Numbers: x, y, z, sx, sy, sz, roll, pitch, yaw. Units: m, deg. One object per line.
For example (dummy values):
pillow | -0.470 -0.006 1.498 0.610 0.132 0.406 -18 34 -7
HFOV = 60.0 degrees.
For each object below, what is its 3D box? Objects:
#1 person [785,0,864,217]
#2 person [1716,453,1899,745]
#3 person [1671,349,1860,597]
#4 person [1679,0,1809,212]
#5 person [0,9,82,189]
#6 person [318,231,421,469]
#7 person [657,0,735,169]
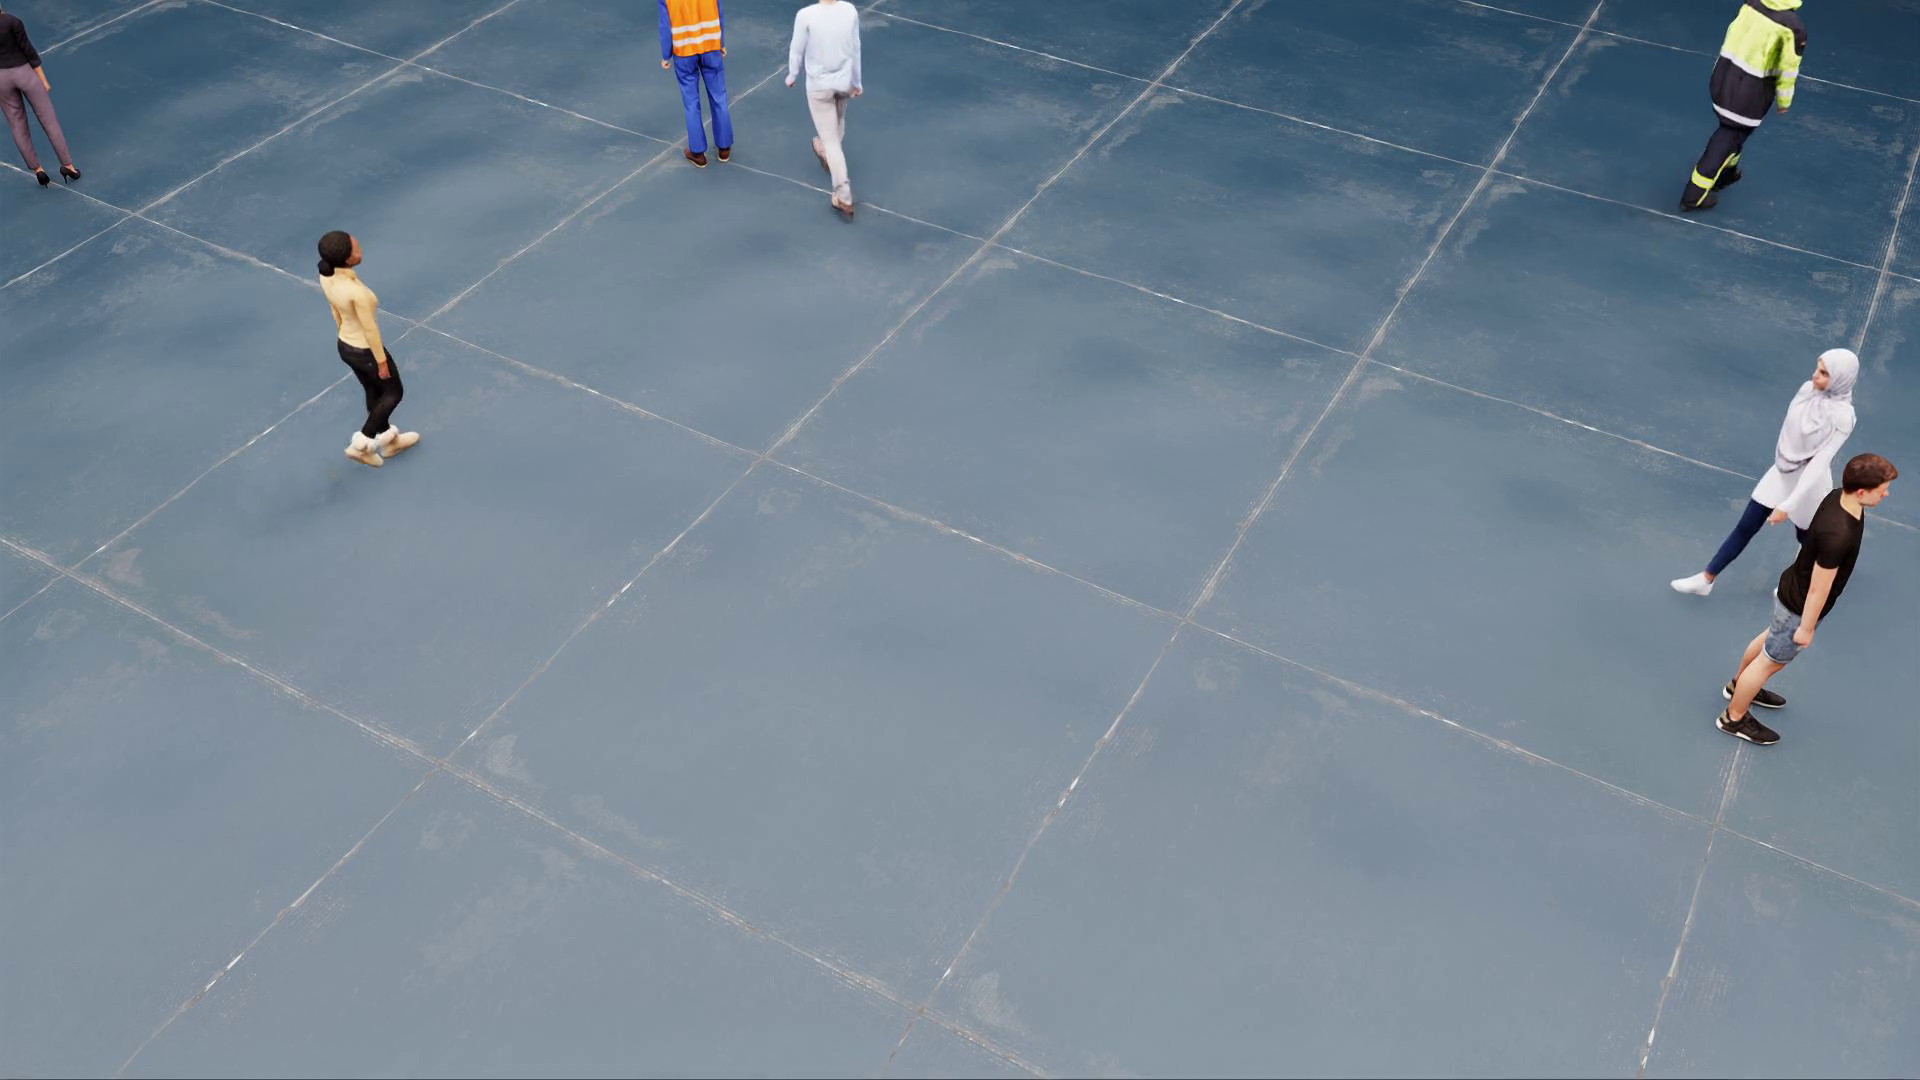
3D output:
person | -0.948 -3.355 12.553 1.273 1.838 1.185 -20 46 -20
person | 4.325 0.280 8.547 0.711 1.843 0.488 19 45 19
person | 4.761 -0.296 9.265 1.147 1.731 1.126 -8 43 -9
person | 5.826 -3.378 12.493 1.154 1.954 1.075 -16 45 -17
person | -7.279 -3.504 12.844 0.674 1.668 0.731 -9 43 -10
person | -3.744 -1.129 10.244 0.650 1.647 0.806 28 49 27
person | -2.071 -3.828 13.057 0.765 1.861 0.851 -15 44 -16
